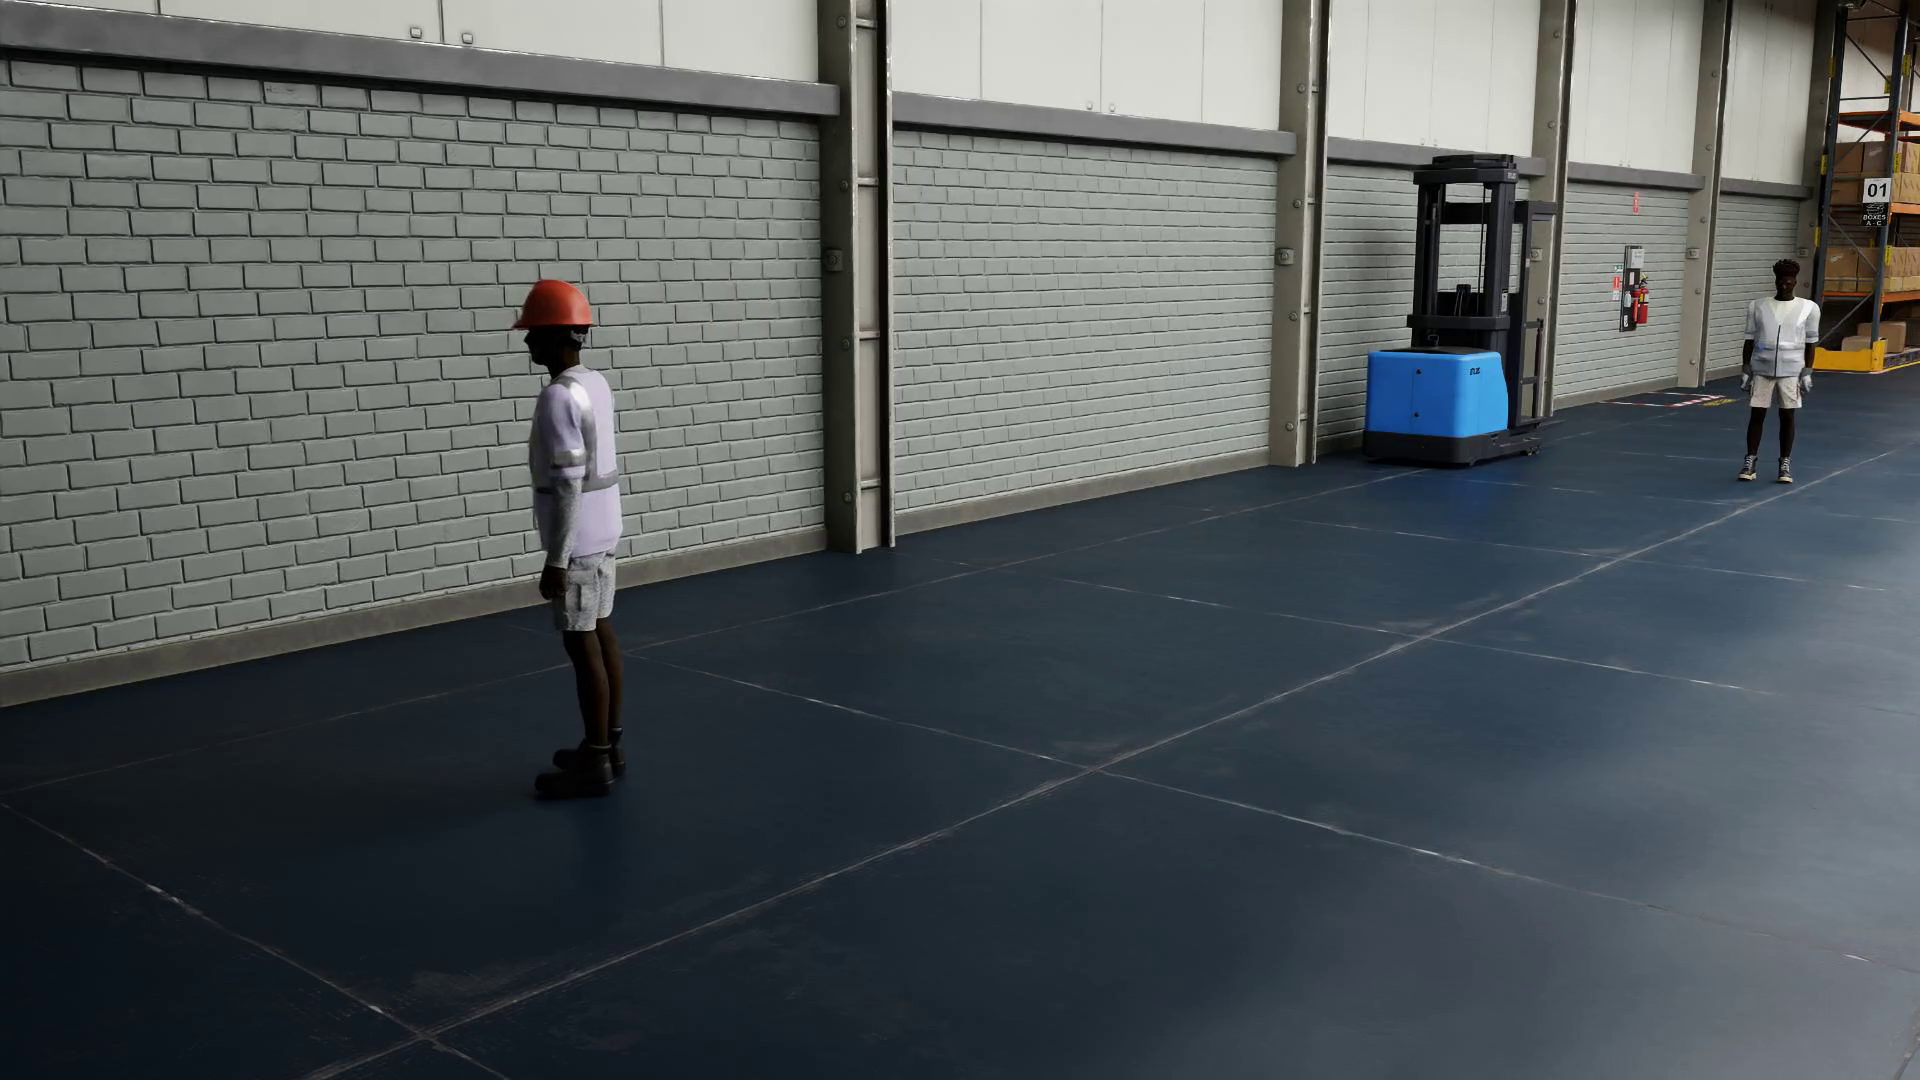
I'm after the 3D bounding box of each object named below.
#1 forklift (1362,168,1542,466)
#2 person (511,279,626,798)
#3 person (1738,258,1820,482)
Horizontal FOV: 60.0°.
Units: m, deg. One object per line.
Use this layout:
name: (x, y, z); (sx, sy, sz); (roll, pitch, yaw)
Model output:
forklift: (4.875, -2.212, 16.287); (1.129, 2.768, 1.873); (8, 13, 40)
person: (-1.474, -0.006, 6.284); (0.378, 1.938, 0.547); (1, 10, 4)
person: (7.226, -1.498, 14.709); (0.603, 1.963, 0.368); (6, 11, 29)
